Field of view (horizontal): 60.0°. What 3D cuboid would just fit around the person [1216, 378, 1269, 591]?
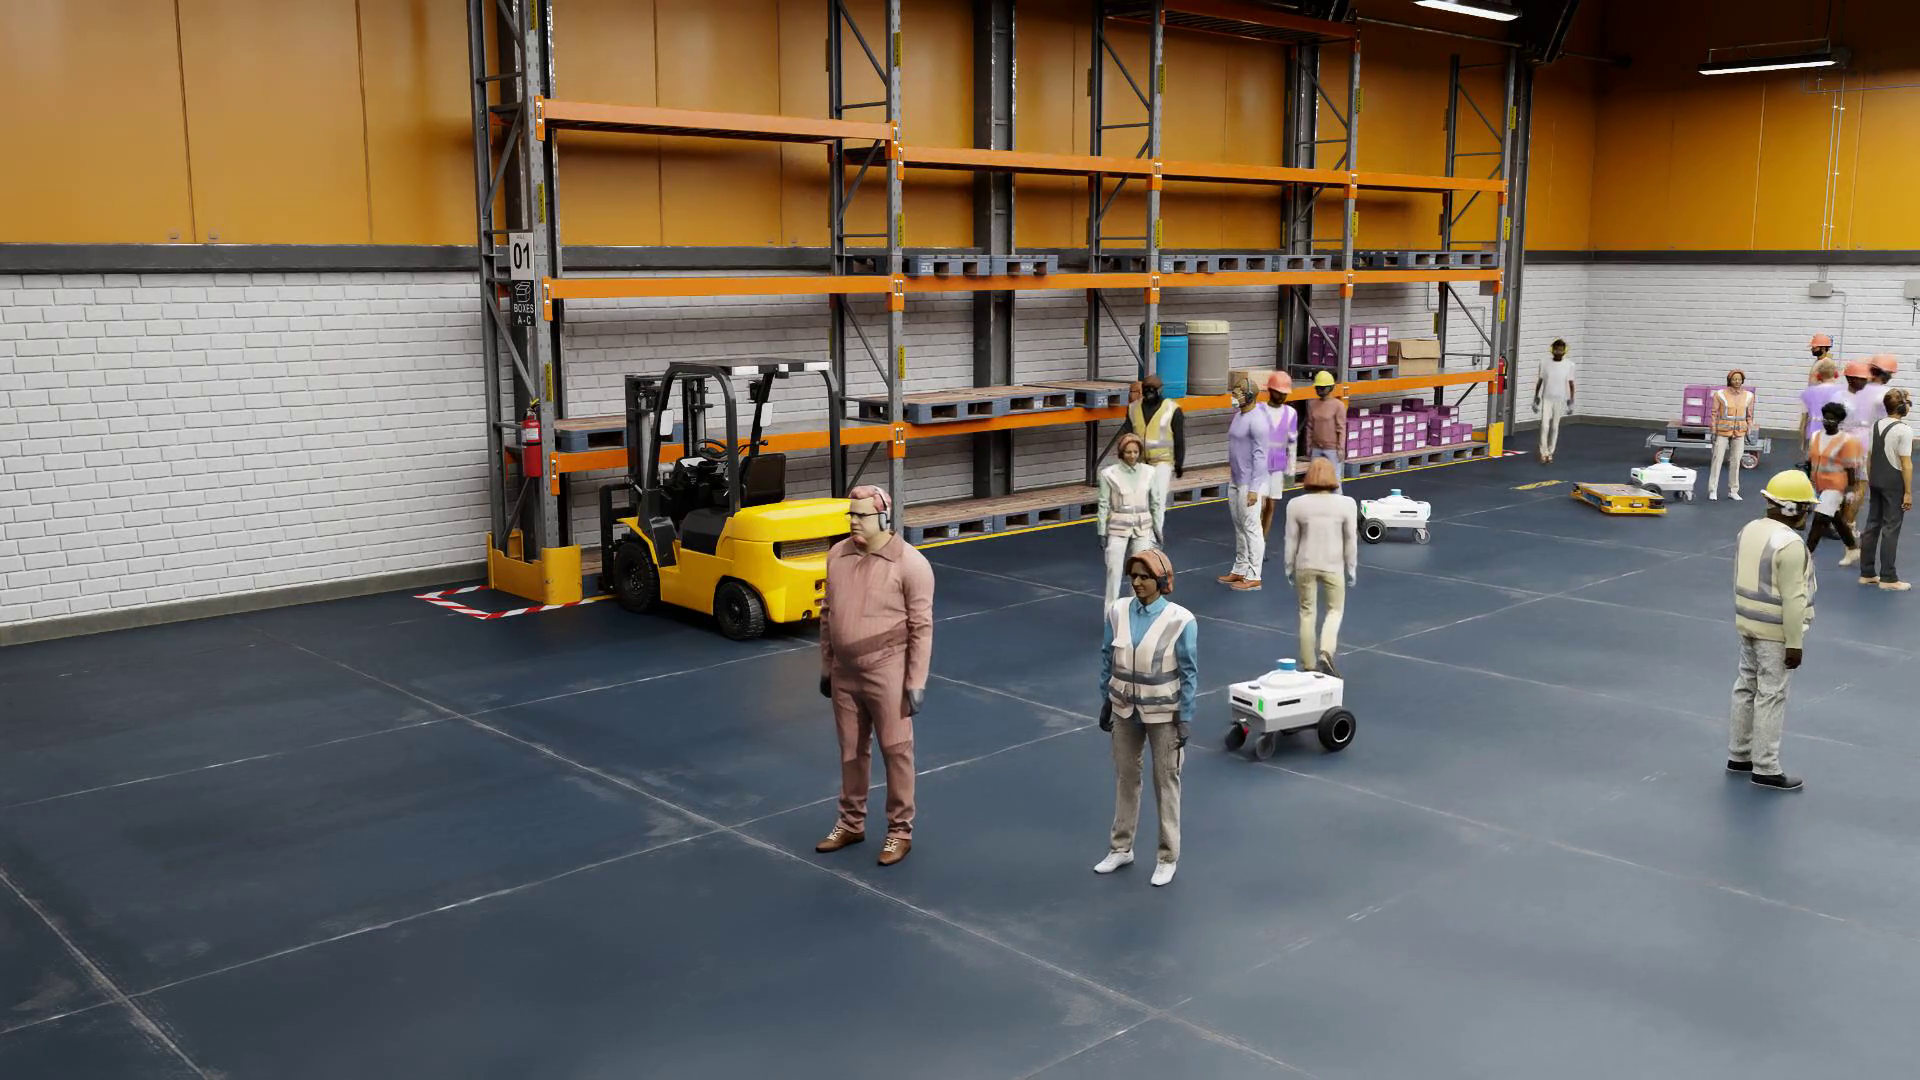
[{"bbox_3d":[2.596,-0.507,15.149,0.368,1.939,0.633,-2,10,-11],"label":"person"}]

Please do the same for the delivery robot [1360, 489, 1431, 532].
[{"bbox_3d":[4.627,-0.295,17.678,0.707,0.478,0.477,2,10,9],"label":"delivery robot"}]

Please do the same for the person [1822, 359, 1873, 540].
[{"bbox_3d":[9.547,-0.962,17.848,0.552,1.941,0.398,-5,11,-27],"label":"person"}]

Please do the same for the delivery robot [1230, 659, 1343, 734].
[{"bbox_3d":[2.008,0.975,10.240,0.707,0.478,0.477,-5,11,-29],"label":"delivery robot"}]

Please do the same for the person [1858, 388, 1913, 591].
[{"bbox_3d":[8.464,-0.459,15.139,0.345,1.847,0.507,-2,10,-12],"label":"person"}]

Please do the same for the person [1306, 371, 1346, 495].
[{"bbox_3d":[4.109,-1.026,18.737,0.376,1.753,0.531,-8,13,-40],"label":"person"}]

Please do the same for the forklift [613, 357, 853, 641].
[{"bbox_3d":[-1.847,-0.414,13.852,1.214,2.155,2.313,-9,13,-42],"label":"forklift"}]

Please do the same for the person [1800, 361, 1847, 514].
[{"bbox_3d":[10.070,-1.171,19.394,0.727,1.815,0.606,-9,13,-43],"label":"person"}]

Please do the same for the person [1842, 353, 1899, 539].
[{"bbox_3d":[9.689,-0.994,17.793,0.575,2.009,0.660,-5,11,-27],"label":"person"}]

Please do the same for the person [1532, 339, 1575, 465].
[{"bbox_3d":[8.651,-1.997,24.214,0.557,1.819,0.921,3,10,15],"label":"person"}]

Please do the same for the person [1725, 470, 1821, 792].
[{"bbox_3d":[4.661,0.508,9.524,0.403,1.827,0.600,0,10,-2],"label":"person"}]

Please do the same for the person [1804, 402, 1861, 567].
[{"bbox_3d":[8.447,-0.516,16.085,0.861,1.659,0.534,-2,10,-12],"label":"person"}]

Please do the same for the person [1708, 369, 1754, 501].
[{"bbox_3d":[9.584,-1.306,20.691,0.512,1.642,0.311,1,10,4],"label":"person"}]

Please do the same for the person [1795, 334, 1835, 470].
[{"bbox_3d":[12.167,-1.951,23.601,0.370,1.939,0.543,1,10,8],"label":"person"}]

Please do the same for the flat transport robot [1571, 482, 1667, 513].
[{"bbox_3d":[7.925,-0.512,20.049,0.652,0.197,1.431,0,10,2],"label":"flat transport robot"}]

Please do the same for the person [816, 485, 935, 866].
[{"bbox_3d":[-0.453,0.671,8.343,0.637,1.910,0.403,6,11,32],"label":"person"}]

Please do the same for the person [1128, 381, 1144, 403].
[{"bbox_3d":[2.025,-0.964,18.777,0.353,1.637,0.521,3,10,19],"label":"person"}]

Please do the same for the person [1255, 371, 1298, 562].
[{"bbox_3d":[3.067,-0.712,16.426,0.575,1.907,0.553,-2,10,-13],"label":"person"}]

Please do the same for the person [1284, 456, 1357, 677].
[{"bbox_3d":[2.562,0.212,11.860,0.517,1.616,0.394,3,10,16],"label":"person"}]

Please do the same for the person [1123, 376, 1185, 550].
[{"bbox_3d":[1.939,-0.780,17.131,0.625,1.805,0.865,6,11,32],"label":"person"}]

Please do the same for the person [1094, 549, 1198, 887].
[{"bbox_3d":[0.904,0.850,8.070,0.512,1.642,0.311,7,12,35],"label":"person"}]

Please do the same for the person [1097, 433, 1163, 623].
[{"bbox_3d":[1.355,-0.045,13.337,0.526,1.635,0.313,-3,10,-14],"label":"person"}]

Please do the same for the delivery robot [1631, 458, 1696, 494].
[{"bbox_3d":[8.647,-0.767,20.441,0.707,0.478,0.477,0,10,0],"label":"delivery robot"}]
